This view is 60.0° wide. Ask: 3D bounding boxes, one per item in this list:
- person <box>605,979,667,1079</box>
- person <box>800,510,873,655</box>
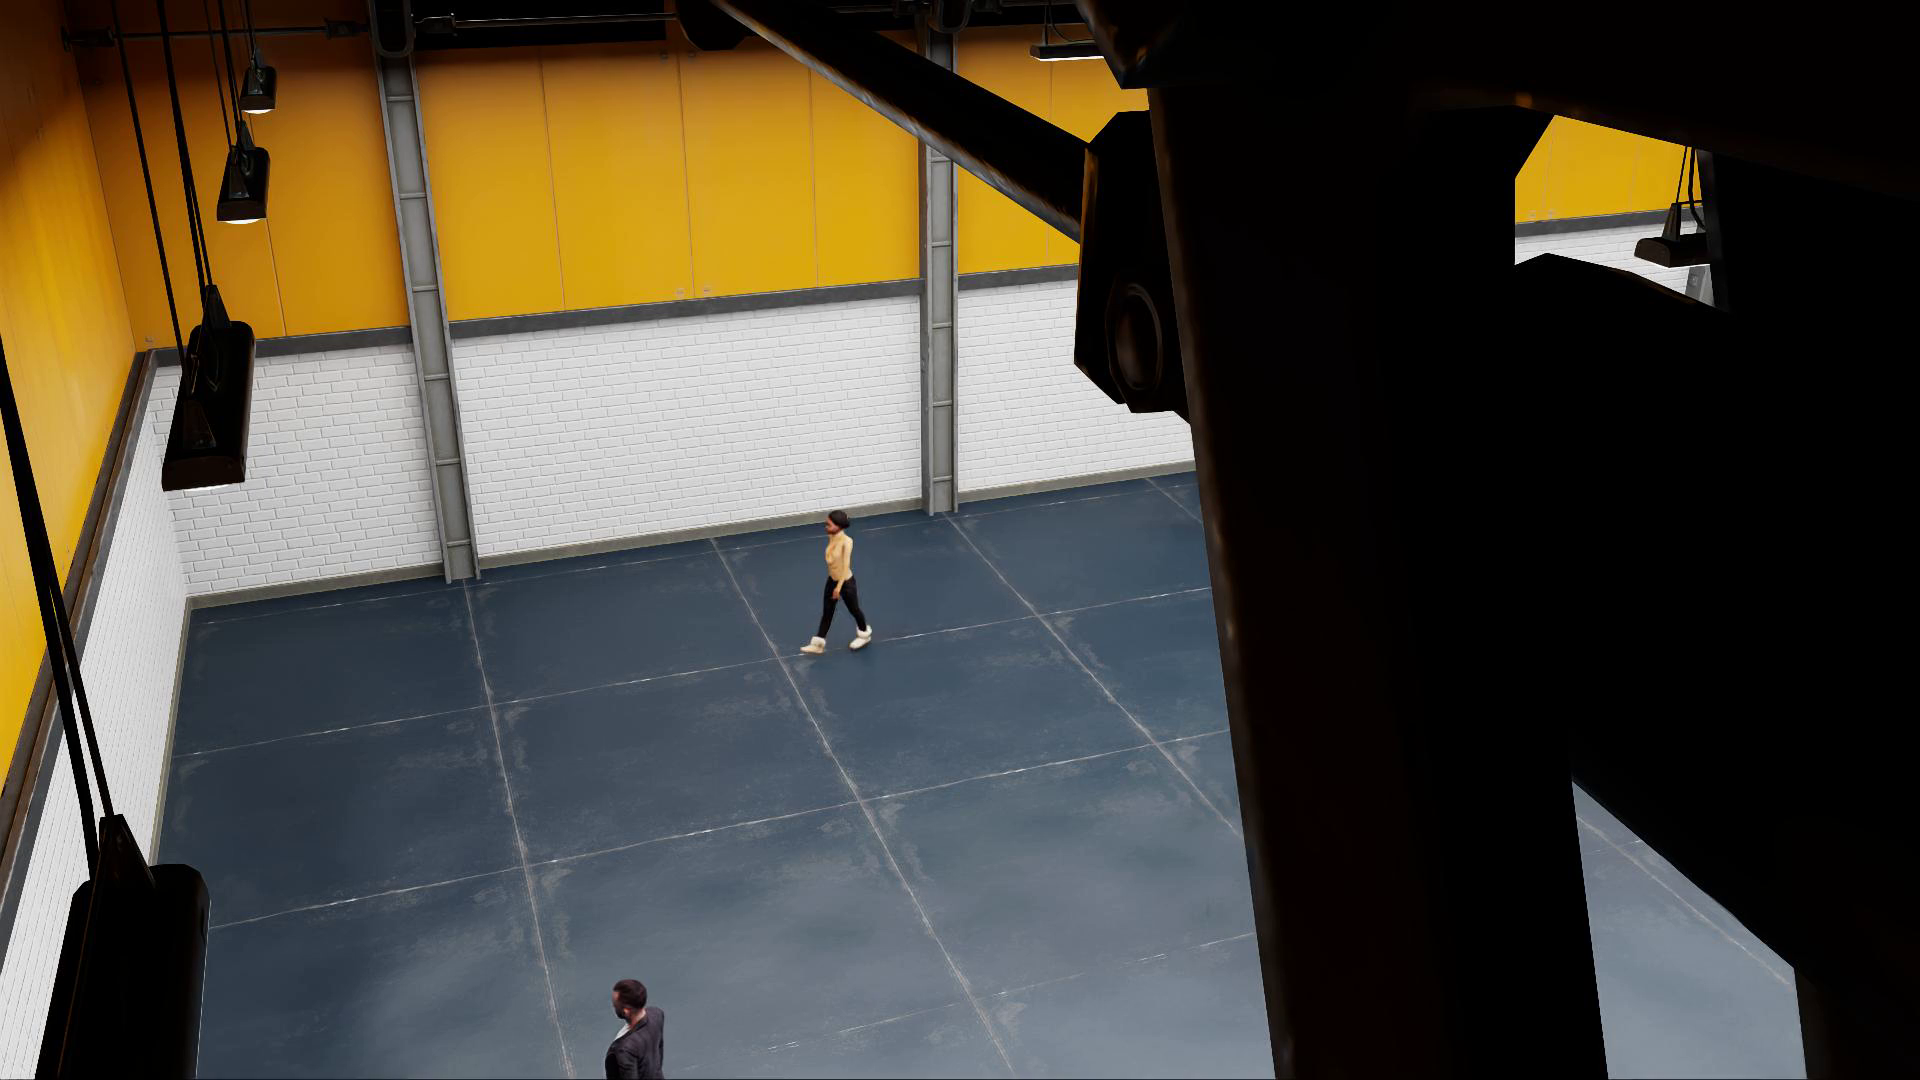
[{"bbox_3d":[-1.978,3.499,10.390,0.756,1.837,0.738,6,24,14],"label":"person"},{"bbox_3d":[-1.179,0.449,17.639,1.147,1.619,0.825,-19,30,-36],"label":"person"}]
